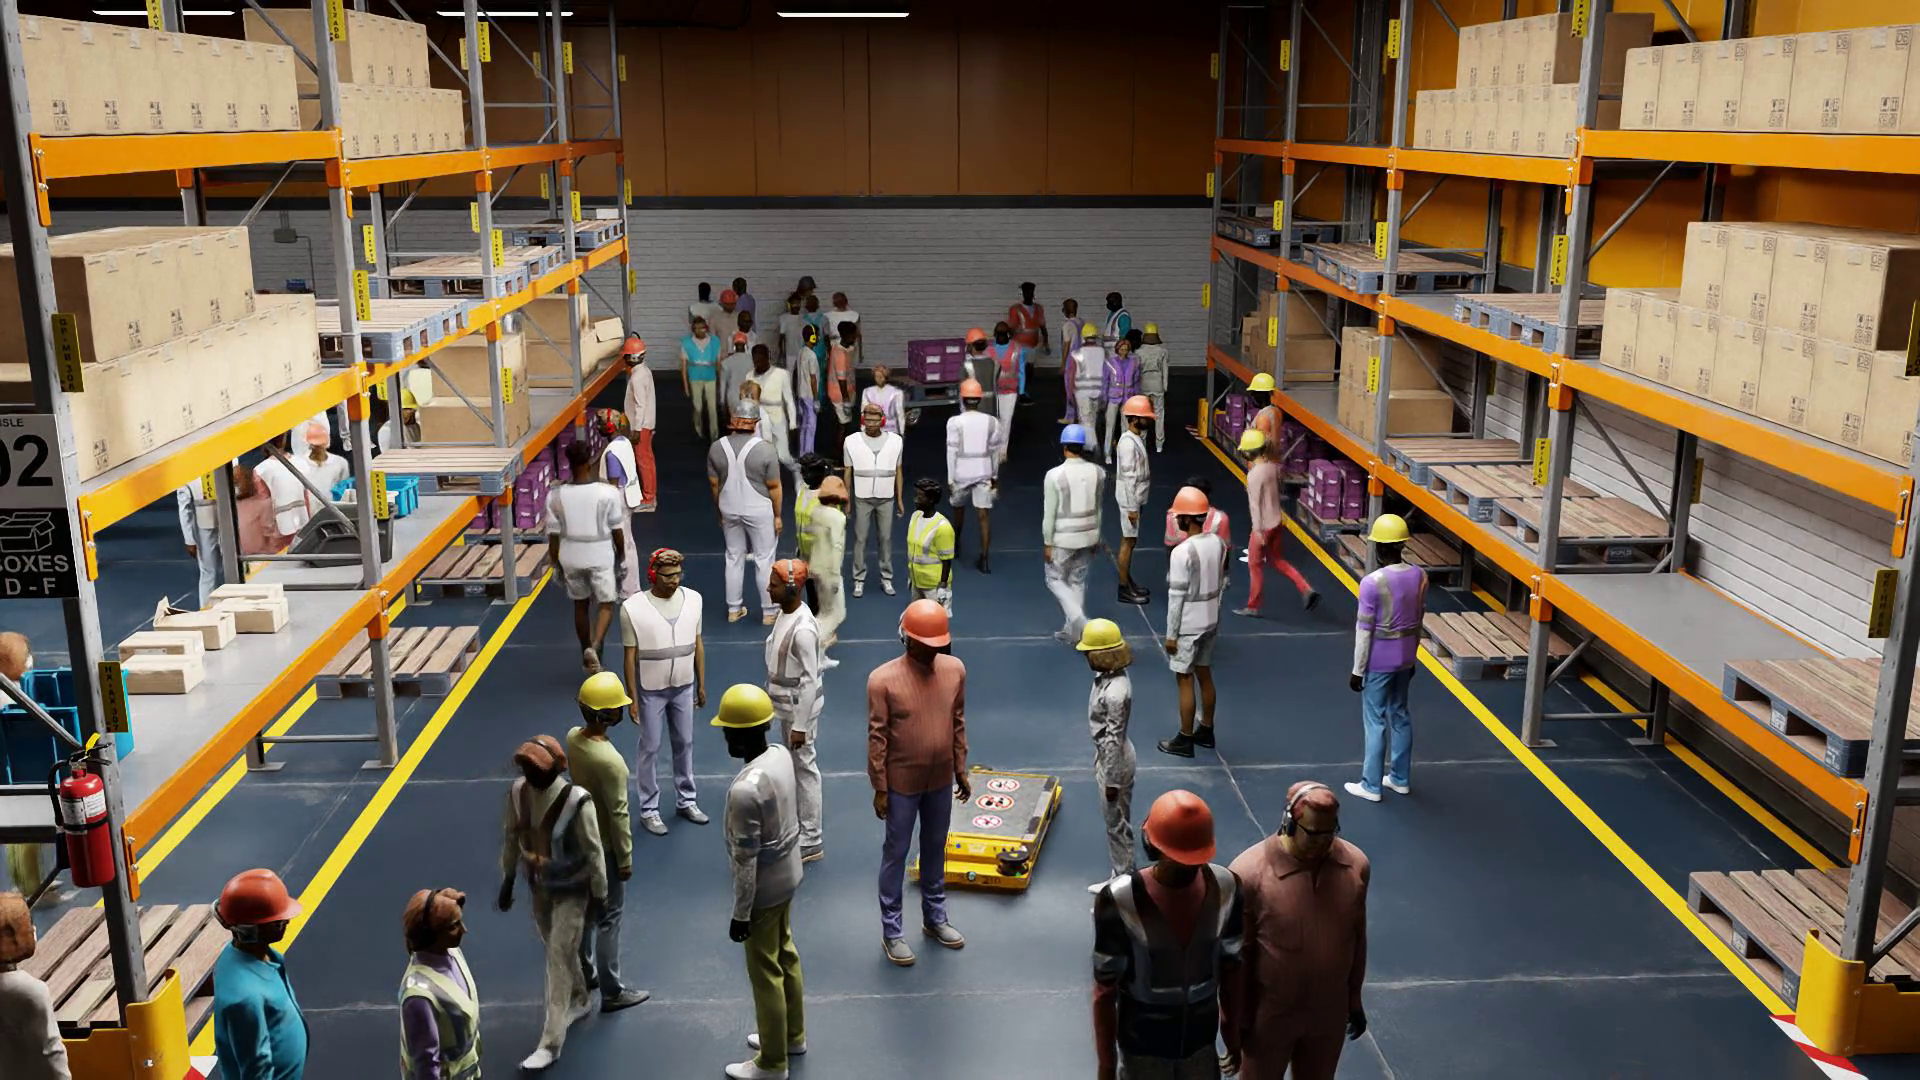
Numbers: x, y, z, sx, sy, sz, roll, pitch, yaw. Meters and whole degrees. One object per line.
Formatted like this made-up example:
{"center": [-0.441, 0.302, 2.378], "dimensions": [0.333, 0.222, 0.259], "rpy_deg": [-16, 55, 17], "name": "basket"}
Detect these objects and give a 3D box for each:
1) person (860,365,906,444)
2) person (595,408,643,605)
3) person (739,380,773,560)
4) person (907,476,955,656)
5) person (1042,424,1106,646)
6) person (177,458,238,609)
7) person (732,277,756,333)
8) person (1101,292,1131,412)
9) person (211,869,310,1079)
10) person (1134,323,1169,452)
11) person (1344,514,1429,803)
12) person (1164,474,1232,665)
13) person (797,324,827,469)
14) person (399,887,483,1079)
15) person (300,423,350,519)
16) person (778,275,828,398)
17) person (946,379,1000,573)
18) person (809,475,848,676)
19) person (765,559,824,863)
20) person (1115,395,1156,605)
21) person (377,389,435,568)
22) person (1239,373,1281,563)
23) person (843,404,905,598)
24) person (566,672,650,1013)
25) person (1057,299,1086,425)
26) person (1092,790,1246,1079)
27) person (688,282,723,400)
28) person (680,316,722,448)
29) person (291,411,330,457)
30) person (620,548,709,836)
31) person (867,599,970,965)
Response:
{"center": [-0.891, -1.274, 19.592], "dimensions": [0.555, 1.611, 0.714], "rpy_deg": [4, 15, 14], "name": "person"}
{"center": [-3.128, -0.309, 15.350], "dimensions": [0.387, 1.837, 0.560], "rpy_deg": [-1, 14, -4], "name": "person"}
{"center": [-2.071, -0.730, 17.027], "dimensions": [0.435, 1.835, 0.556], "rpy_deg": [-10, 17, -34], "name": "person"}
{"center": [-0.246, 0.332, 13.102], "dimensions": [0.318, 1.696, 0.536], "rpy_deg": [-10, 17, -34], "name": "person"}
{"center": [0.974, -0.012, 14.025], "dimensions": [0.609, 1.915, 0.573], "rpy_deg": [-8, 17, -30], "name": "person"}
{"center": [-6.438, -0.089, 14.348], "dimensions": [0.404, 1.906, 0.598], "rpy_deg": [8, 17, 30], "name": "person"}
{"center": [-3.466, -3.246, 26.686], "dimensions": [0.375, 1.933, 0.625], "rpy_deg": [4, 15, 15], "name": "person"}
{"center": [2.371, -2.872, 25.419], "dimensions": [0.429, 1.833, 0.637], "rpy_deg": [-5, 15, -18], "name": "person"}
{"center": [-2.583, 2.049, 6.248], "dimensions": [0.341, 1.750, 0.567], "rpy_deg": [-6, 15, -21], "name": "person"}
{"center": [2.556, -2.045, 22.354], "dimensions": [0.500, 1.738, 0.338], "rpy_deg": [-1, 14, -2], "name": "person"}
{"center": [2.795, 0.773, 10.940], "dimensions": [0.582, 1.919, 0.399], "rpy_deg": [-10, 17, -34], "name": "person"}
{"center": [1.908, 0.266, 13.405], "dimensions": [0.533, 1.677, 0.414], "rpy_deg": [6, 16, 23], "name": "person"}
{"center": [-1.904, -1.816, 21.218], "dimensions": [0.334, 1.860, 0.509], "rpy_deg": [-7, 16, -25], "name": "person"}
{"center": [-1.964, 2.087, 6.329], "dimensions": [0.310, 1.638, 0.523], "rpy_deg": [-2, 14, -7], "name": "person"}
{"center": [-5.879, -0.238, 15.311], "dimensions": [0.570, 1.713, 0.830], "rpy_deg": [-6, 15, -21], "name": "person"}
{"center": [-2.650, -3.269, 26.550], "dimensions": [1.055, 2.000, 0.692], "rpy_deg": [-3, 15, -12], "name": "person"}
{"center": [0.113, -0.671, 16.663], "dimensions": [0.575, 1.881, 0.996], "rpy_deg": [-4, 15, -14], "name": "person"}
{"center": [-1.113, 0.283, 13.463], "dimensions": [0.539, 1.602, 0.547], "rpy_deg": [-8, 16, -30], "name": "person"}
{"center": [-1.002, 1.022, 10.020], "dimensions": [0.355, 1.883, 0.573], "rpy_deg": [-4, 15, -16], "name": "person"}
{"center": [1.618, -0.380, 15.411], "dimensions": [0.351, 1.941, 0.545], "rpy_deg": [2, 14, 8], "name": "person"}
{"center": [-5.462, -0.582, 16.443], "dimensions": [0.403, 1.827, 0.595], "rpy_deg": [4, 15, 17], "name": "person"}
{"center": [3.039, -0.726, 16.796], "dimensions": [0.366, 1.926, 0.594], "rpy_deg": [4, 15, 17], "name": "person"}
{"center": [-0.804, -0.378, 15.602], "dimensions": [0.574, 1.840, 0.375], "rpy_deg": [-3, 15, -12], "name": "person"}
{"center": [-1.787, 1.507, 8.370], "dimensions": [0.337, 1.762, 0.522], "rpy_deg": [-12, 18, -38], "name": "person"}
{"center": [1.636, -2.608, 24.349], "dimensions": [0.345, 1.845, 0.506], "rpy_deg": [11, 18, 38], "name": "person"}
{"center": [0.801, 1.892, 6.322], "dimensions": [0.609, 2.032, 0.410], "rpy_deg": [-4, 15, -15], "name": "person"}
{"center": [-3.984, -3.114, 26.227], "dimensions": [0.606, 1.900, 0.642], "rpy_deg": [-9, 17, -32], "name": "person"}
{"center": [-3.530, -2.191, 22.836], "dimensions": [0.570, 1.799, 0.879], "rpy_deg": [-2, 15, -10], "name": "person"}
{"center": [-6.976, -0.990, 17.906], "dimensions": [0.399, 1.900, 0.635], "rpy_deg": [-3, 15, -11], "name": "person"}
{"center": [-1.856, 0.934, 10.468], "dimensions": [0.560, 1.836, 0.394], "rpy_deg": [-11, 18, -37], "name": "person"}
{"center": [-0.208, 1.266, 8.861], "dimensions": [0.608, 1.986, 0.389], "rpy_deg": [-10, 17, -33], "name": "person"}
